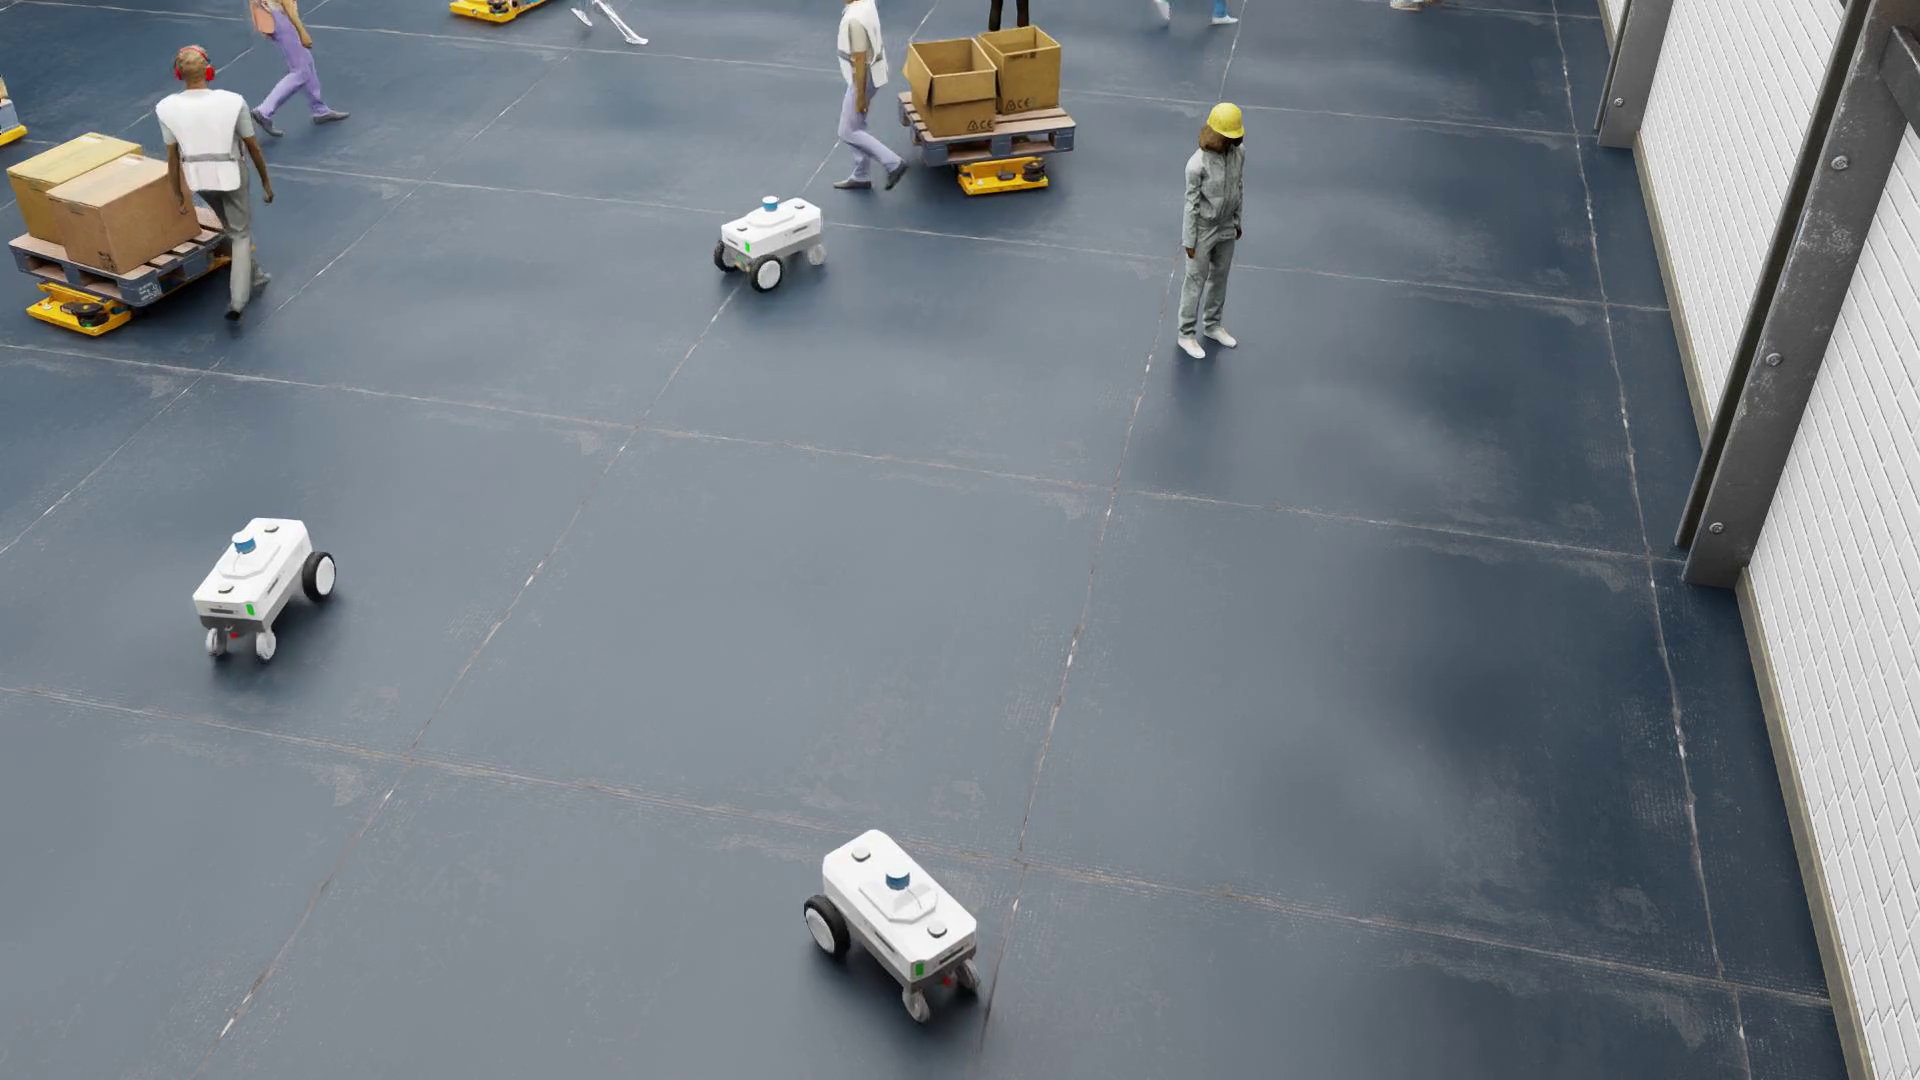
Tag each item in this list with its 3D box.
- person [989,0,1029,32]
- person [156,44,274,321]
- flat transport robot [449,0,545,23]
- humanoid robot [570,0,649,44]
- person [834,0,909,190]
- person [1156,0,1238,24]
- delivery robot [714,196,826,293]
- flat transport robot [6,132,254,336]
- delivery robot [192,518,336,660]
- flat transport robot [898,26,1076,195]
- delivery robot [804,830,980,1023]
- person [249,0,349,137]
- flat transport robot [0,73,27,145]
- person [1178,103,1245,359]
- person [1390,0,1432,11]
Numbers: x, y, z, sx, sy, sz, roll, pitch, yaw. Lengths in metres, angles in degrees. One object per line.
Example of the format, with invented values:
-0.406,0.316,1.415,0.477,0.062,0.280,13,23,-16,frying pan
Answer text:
0.461,-5.166,14.945,0.533,1.688,0.322,7,37,10,person
-4.945,-2.350,11.099,0.606,1.808,0.823,-2,37,-2,person
-4.354,-5.504,16.584,0.659,0.231,1.431,18,41,23,flat transport robot
-3.410,-5.482,15.394,1.062,1.774,0.530,16,39,20,humanoid robot
-0.709,-3.467,12.558,0.512,1.822,0.580,0,37,0,person
2.296,-5.661,15.615,0.766,1.702,0.498,-12,38,-15,person
-1.353,-2.140,11.856,0.799,0.608,0.499,-29,46,-33,delivery robot
-5.774,-1.887,11.744,0.659,0.231,1.431,17,40,21,flat transport robot
-3.670,0.209,8.683,0.499,0.575,0.759,4,37,5,delivery robot
0.189,-3.192,13.490,0.659,0.231,1.431,-9,38,-12,flat transport robot
-0.267,1.552,6.904,0.499,0.597,0.779,-26,44,-30,delivery robot
-5.533,-4.182,13.516,0.733,1.815,0.567,-22,42,-26,person
-8.408,-3.175,13.467,0.659,0.231,1.431,18,40,22,flat transport robot
1.625,-1.977,10.645,0.486,1.728,0.319,-26,44,-31,person
4.395,-6.007,15.937,0.348,1.849,0.666,27,45,32,person
